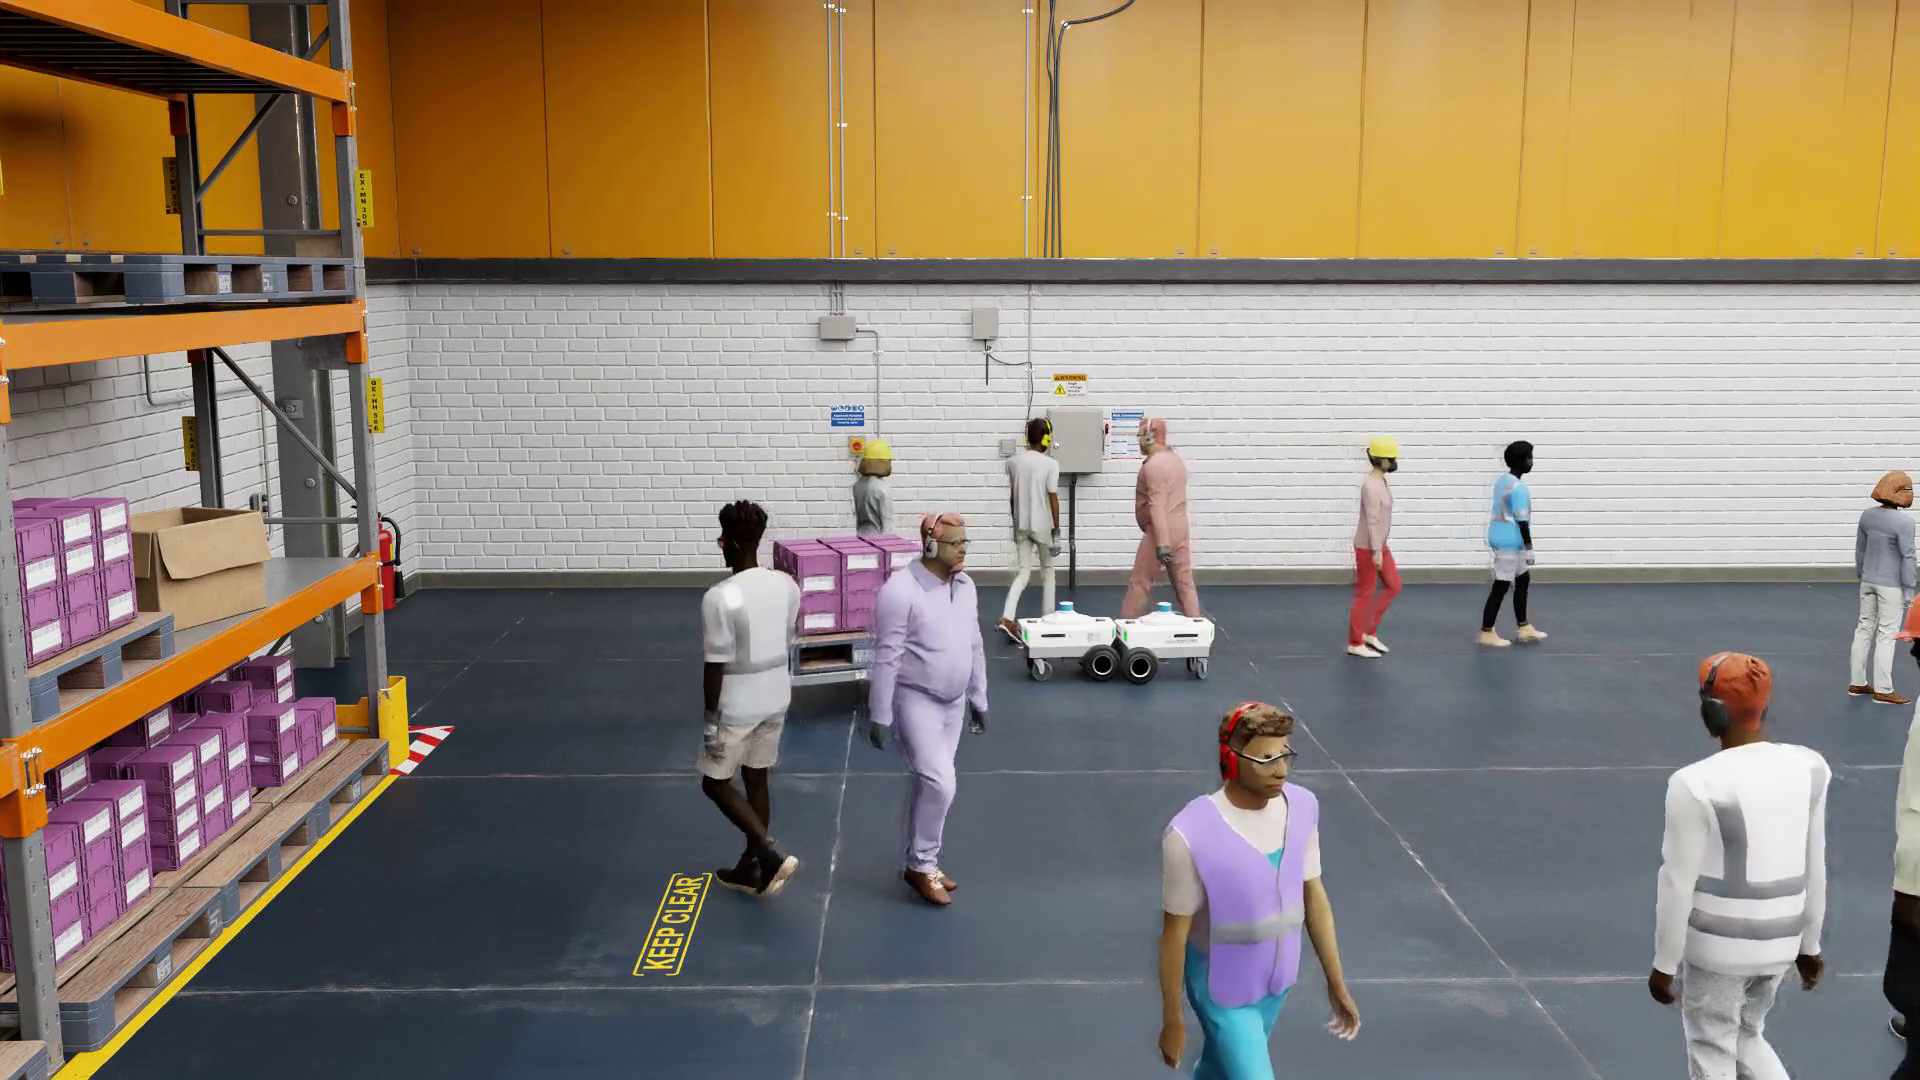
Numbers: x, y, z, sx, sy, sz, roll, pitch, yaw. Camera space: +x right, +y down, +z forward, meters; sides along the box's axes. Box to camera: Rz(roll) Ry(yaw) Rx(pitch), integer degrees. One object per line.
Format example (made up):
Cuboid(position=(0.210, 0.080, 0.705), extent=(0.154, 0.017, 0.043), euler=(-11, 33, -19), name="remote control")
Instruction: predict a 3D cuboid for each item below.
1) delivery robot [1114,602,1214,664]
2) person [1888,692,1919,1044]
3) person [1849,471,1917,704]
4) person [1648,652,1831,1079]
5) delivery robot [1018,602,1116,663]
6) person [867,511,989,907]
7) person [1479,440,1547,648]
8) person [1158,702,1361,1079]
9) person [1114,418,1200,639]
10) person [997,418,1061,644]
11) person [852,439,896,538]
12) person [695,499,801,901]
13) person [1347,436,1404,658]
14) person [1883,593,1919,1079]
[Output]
Cuboid(position=(1.517, 0.707, 12.347), extent=(0.707, 0.478, 0.477), euler=(-1, 9, -7), name="delivery robot")
Cuboid(position=(3.895, 1.089, 6.387), extent=(0.589, 1.833, 0.404), euler=(0, 9, -2), name="person")
Cuboid(position=(6.489, 0.327, 11.663), extent=(0.277, 1.633, 0.507), euler=(-2, 9, -12), name="person")
Cuboid(position=(2.436, 1.273, 5.141), extent=(0.598, 1.868, 0.492), euler=(-3, 10, -19), name="person")
Cuboid(position=(0.788, 0.703, 12.370), extent=(0.707, 0.478, 0.477), euler=(-1, 9, -6), name="delivery robot")
Cuboid(position=(-0.095, 0.801, 7.968), extent=(0.587, 1.885, 0.686), euler=(7, 12, 36), name="person")
Cuboid(position=(4.498, 0.042, 13.291), extent=(0.706, 1.670, 0.552), euler=(1, 9, 4), name="person")
Cuboid(position=(0.863, 1.345, 4.932), extent=(0.591, 1.793, 0.972), euler=(-8, 12, -40), name="person")
Cuboid(position=(1.504, -0.030, 13.162), extent=(0.981, 1.852, 0.664), euler=(5, 11, 30), name="person")
Cuboid(position=(0.576, -0.073, 13.526), extent=(0.527, 1.834, 0.792), euler=(5, 10, 27), name="person")
Cuboid(position=(-0.727, 0.080, 12.924), extent=(0.607, 1.722, 0.484), euler=(-7, 12, -38), name="person")
Cuboid(position=(-0.984, 0.780, 7.911), extent=(0.554, 1.946, 0.601), euler=(7, 12, 38), name="person")
Cuboid(position=(3.240, 0.059, 12.944), extent=(0.444, 1.749, 0.546), euler=(4, 10, 24), name="person")
Cuboid(position=(3.439, 1.150, 5.619), extent=(0.644, 1.961, 0.718), euler=(-7, 12, -37), name="person")
